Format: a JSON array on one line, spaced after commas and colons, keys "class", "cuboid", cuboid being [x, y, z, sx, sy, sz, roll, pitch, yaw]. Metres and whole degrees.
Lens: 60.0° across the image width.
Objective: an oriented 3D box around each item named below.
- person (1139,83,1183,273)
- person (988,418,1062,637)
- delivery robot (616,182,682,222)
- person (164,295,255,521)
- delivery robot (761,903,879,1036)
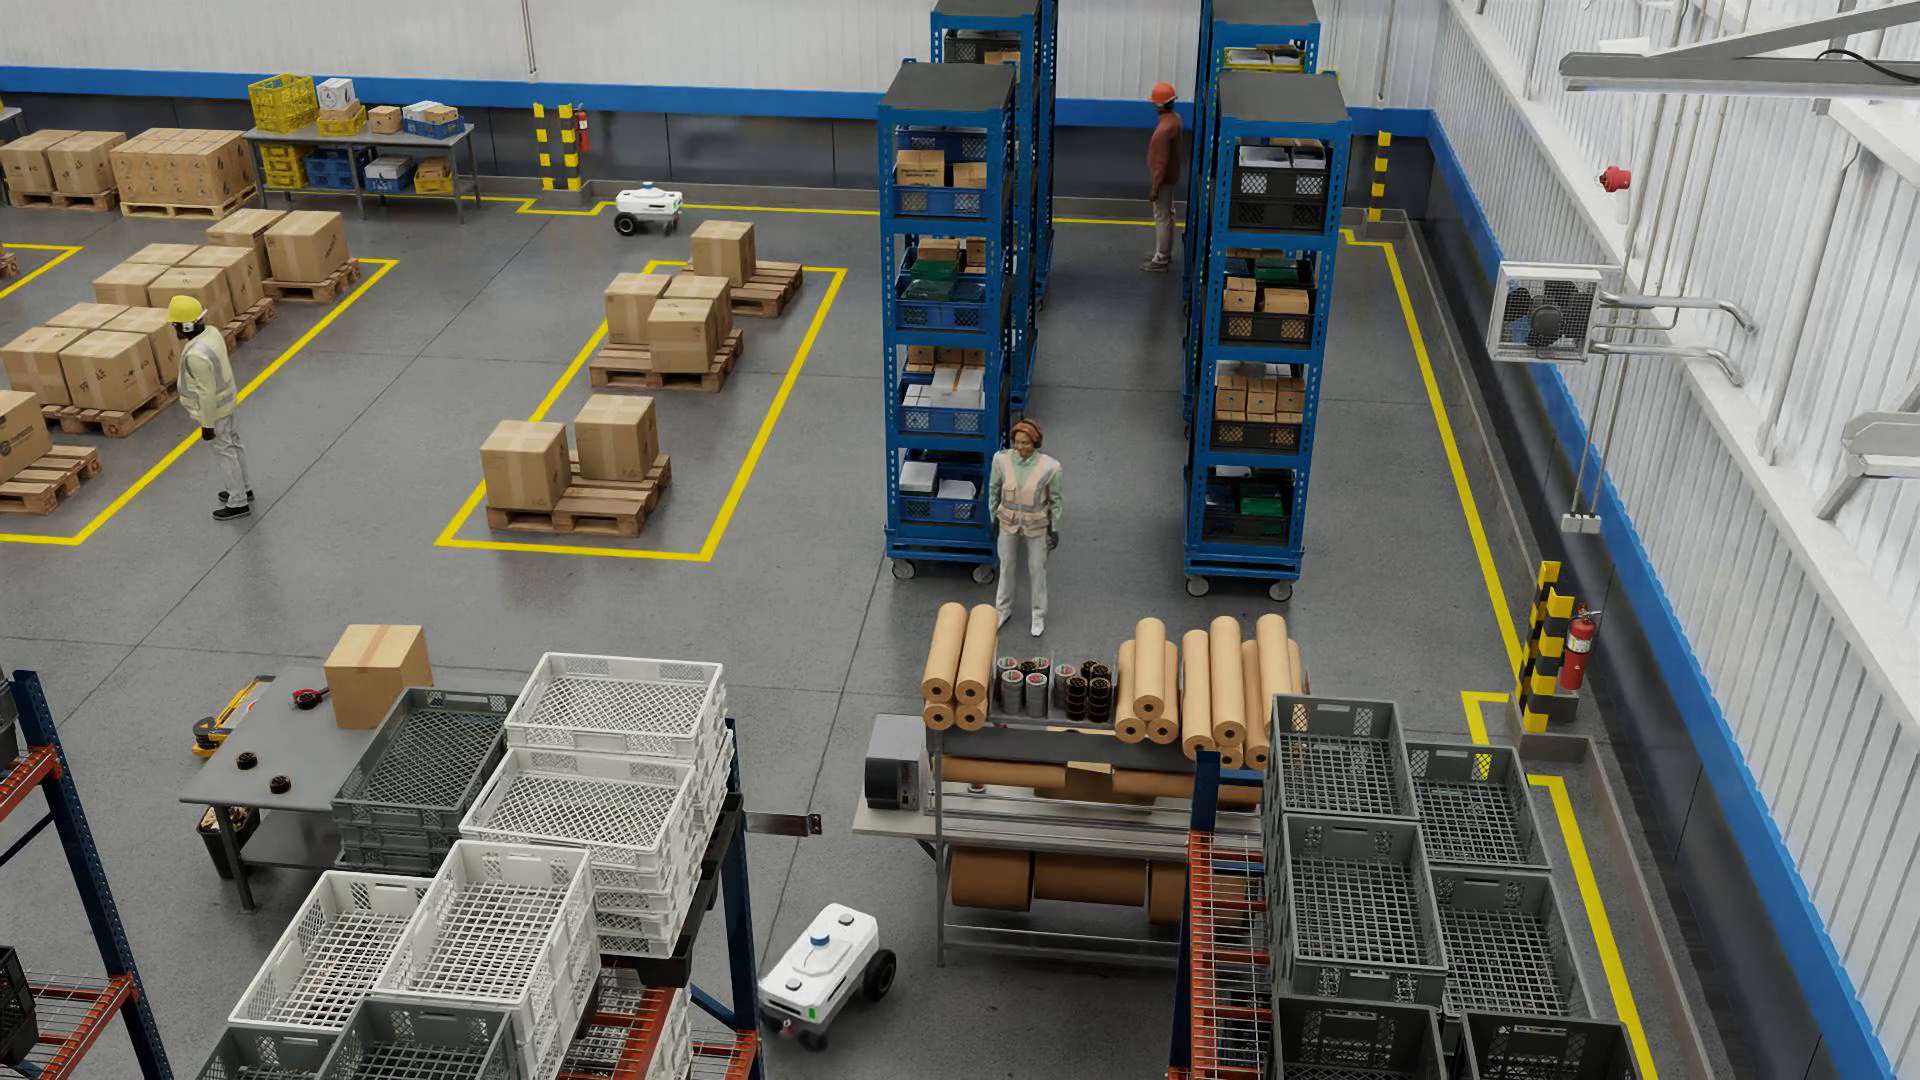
[{"class": "person", "cuboid": [2.122, -3.811, 17.500, 0.393, 1.985, 0.610, 10, 32, 17]}, {"class": "person", "cuboid": [0.444, -0.091, 11.449, 0.513, 1.642, 0.313, 9, 31, 15]}, {"class": "delivery robot", "cuboid": [-3.509, -3.808, 18.816, 0.707, 0.478, 0.477, 2, 30, 4]}, {"class": "person", "cuboid": [-5.804, -1.036, 12.886, 0.404, 1.829, 0.600, -6, 31, -10]}, {"class": "delivery robot", "cuboid": [-0.712, 2.187, 8.520, 0.477, 0.478, 0.707, 14, 33, 23]}]
